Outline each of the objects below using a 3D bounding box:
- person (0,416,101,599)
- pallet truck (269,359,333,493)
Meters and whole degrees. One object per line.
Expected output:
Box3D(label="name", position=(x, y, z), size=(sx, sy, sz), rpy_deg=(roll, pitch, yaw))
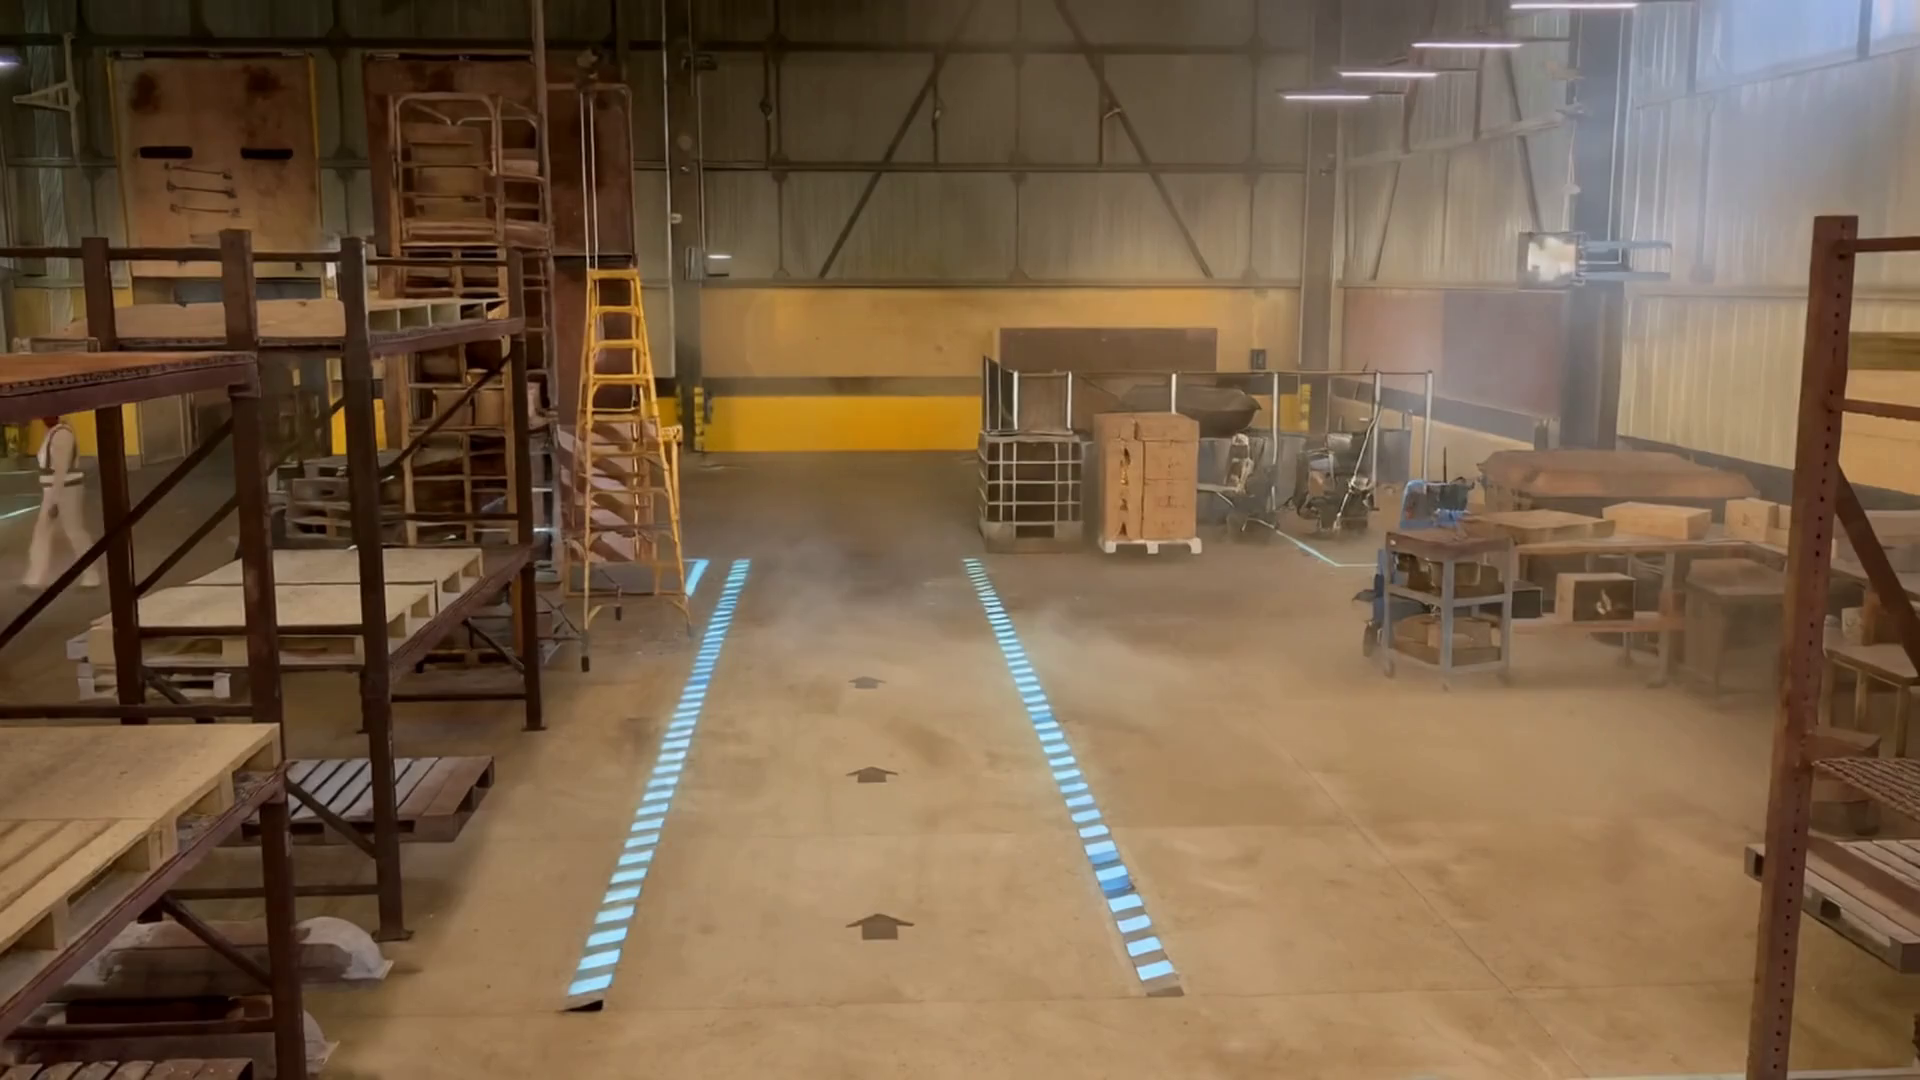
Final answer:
Box3D(label="person", position=(-8.100, -0.375, 14.689), size=(0.869, 1.850, 0.606), rpy_deg=(-7, 11, -38))
Box3D(label="pallet truck", position=(-7.062, -1.131, 18.996), size=(1.885, 1.965, 0.823), rpy_deg=(2, 9, 13))
